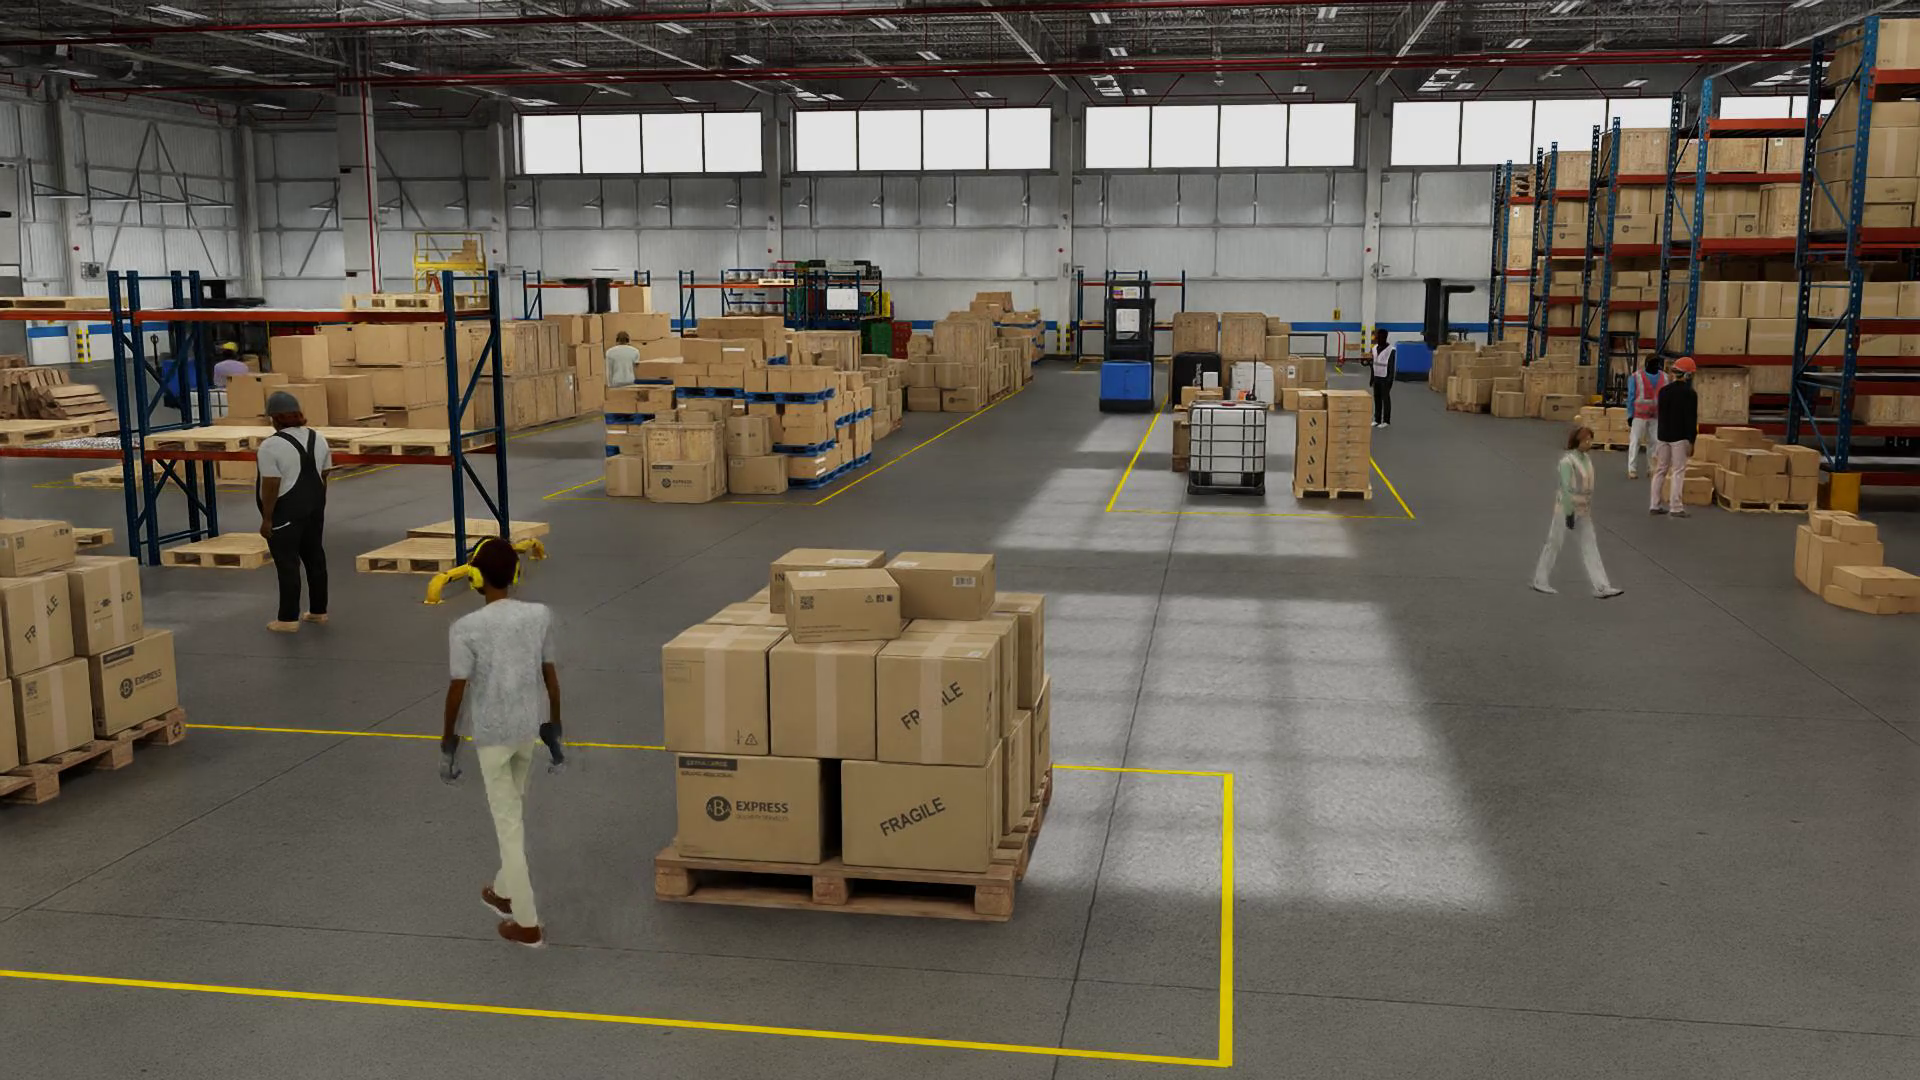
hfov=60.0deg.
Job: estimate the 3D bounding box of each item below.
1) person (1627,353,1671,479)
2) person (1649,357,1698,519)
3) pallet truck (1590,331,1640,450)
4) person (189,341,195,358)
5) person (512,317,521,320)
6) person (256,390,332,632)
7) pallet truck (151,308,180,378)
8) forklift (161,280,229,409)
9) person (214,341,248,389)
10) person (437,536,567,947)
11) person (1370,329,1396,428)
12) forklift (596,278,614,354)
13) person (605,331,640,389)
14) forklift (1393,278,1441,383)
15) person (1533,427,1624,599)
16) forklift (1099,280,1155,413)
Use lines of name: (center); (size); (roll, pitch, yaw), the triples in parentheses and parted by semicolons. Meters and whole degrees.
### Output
person: (10.029, -1.802, 24.224); (0.621, 1.845, 0.429); (0, 9, 1)
person: (8.804, -1.249, 20.403); (0.411, 1.985, 0.605); (-4, 10, -22)
pallet truck: (11.253, -2.573, 28.499); (0.823, 1.965, 1.885); (5, 10, 27)
person: (-17.615, -4.089, 38.160); (0.818, 1.914, 0.645); (-3, 10, -17)
person: (-10.648, -4.410, 40.055); (0.578, 1.922, 0.404); (2, 9, 12)
person: (-5.676, -0.252, 14.053); (0.538, 2.000, 0.681); (4, 10, 24)
pallet truck: (-21.869, -5.598, 47.154); (0.823, 1.965, 1.885); (4, 10, 26)
forklift: (-16.371, -4.284, 36.334); (1.873, 2.768, 1.129); (1, 9, 9)
person: (-11.925, -2.326, 27.355); (0.867, 1.879, 0.610); (5, 11, 30)
person: (-2.141, 0.897, 7.574); (0.768, 1.837, 0.555); (8, 12, 42)
person: (8.187, -3.129, 32.205); (0.397, 1.911, 0.587); (-5, 10, -28)
forklift: (-9.692, -5.768, 45.485); (1.873, 2.768, 1.129); (-1, 9, -6)
person: (-6.150, -2.858, 30.438); (0.630, 1.940, 0.372); (-2, 9, -10)
forklift: (12.664, -5.652, 44.771); (1.873, 2.768, 1.129); (1, 9, 9)
person: (5.714, -0.248, 15.390); (0.541, 1.584, 0.874); (-7, 12, -38)
forklift: (3.607, -4.183, 35.716); (1.129, 2.768, 1.873); (1, 9, 9)
